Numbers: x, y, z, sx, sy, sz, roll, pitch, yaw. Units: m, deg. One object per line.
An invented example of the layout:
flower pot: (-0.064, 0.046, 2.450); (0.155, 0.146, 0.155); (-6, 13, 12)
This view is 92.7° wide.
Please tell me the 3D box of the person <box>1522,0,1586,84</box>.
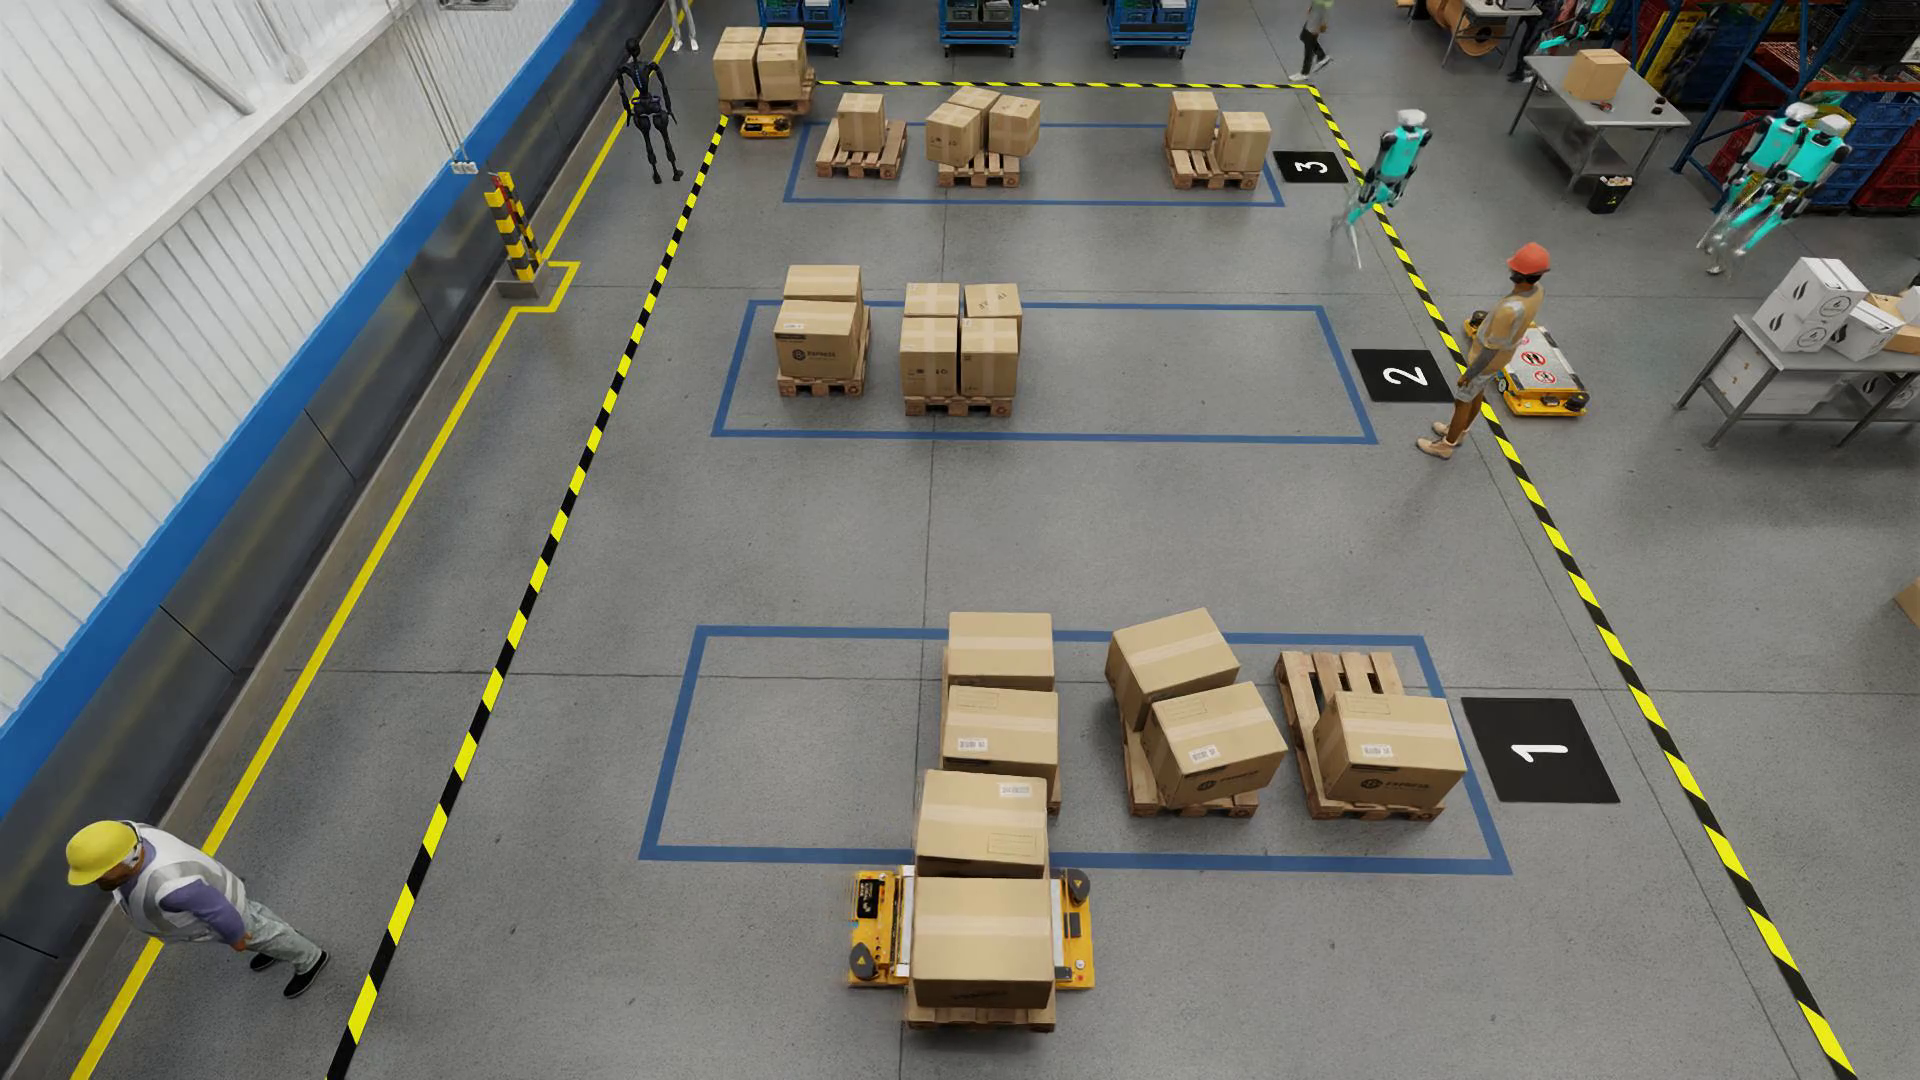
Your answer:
person: (8.538, -7.457, 12.904); (0.400, 1.913, 0.592); (20, 52, 16)

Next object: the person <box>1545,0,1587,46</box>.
person: (8.845, -7.774, 13.241); (0.671, 1.821, 0.444); (-4, 49, -4)

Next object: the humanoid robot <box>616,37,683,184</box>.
humanoid robot: (-3.759, -5.145, 11.063); (0.601, 1.673, 0.359); (-8, 50, -7)

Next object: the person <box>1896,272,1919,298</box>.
person: (10.376, -3.171, 9.246); (0.337, 1.839, 0.506); (-31, 56, -24)

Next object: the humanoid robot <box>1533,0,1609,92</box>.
humanoid robot: (8.419, -7.146, 12.659); (0.533, 1.677, 0.735); (-29, 55, -23)

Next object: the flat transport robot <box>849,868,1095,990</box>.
flat transport robot: (0.076, 2.317, 5.509); (1.431, 0.197, 0.652); (1, 49, 1)

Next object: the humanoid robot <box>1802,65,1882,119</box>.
humanoid robot: (11.282, -5.833, 11.656); (0.789, 1.835, 0.540); (19, 52, 15)

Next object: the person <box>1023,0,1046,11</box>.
person: (1.270, -9.620, 14.801); (0.318, 1.870, 0.527); (33, 57, 25)

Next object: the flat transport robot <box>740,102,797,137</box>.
flat transport robot: (-2.626, -6.023, 12.728); (0.652, 0.197, 1.431); (0, 49, 0)

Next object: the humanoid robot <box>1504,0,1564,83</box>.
humanoid robot: (8.255, -7.438, 13.034); (0.327, 1.650, 0.595); (-10, 50, -9)

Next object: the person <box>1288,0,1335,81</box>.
person: (5.064, -7.446, 12.949); (0.612, 1.821, 0.600); (3, 49, 3)

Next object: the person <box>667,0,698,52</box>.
person: (-4.267, -8.320, 13.681); (0.514, 1.865, 0.328); (-2, 49, -2)

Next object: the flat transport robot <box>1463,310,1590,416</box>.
flat transport robot: (5.573, -1.757, 9.054); (0.659, 0.231, 1.431); (1, 49, 1)

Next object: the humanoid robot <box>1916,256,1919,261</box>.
humanoid robot: (11.142, -3.751, 9.850); (0.444, 1.646, 0.588); (5, 49, 4)

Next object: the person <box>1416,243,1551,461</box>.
person: (4.394, -1.540, 7.699); (0.613, 2.035, 0.392); (-35, 58, -26)

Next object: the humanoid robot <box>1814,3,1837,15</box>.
humanoid robot: (12.391, -7.592, 13.184); (0.484, 1.633, 0.595); (34, 57, 26)

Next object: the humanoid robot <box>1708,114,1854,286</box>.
humanoid robot: (8.404, -3.478, 9.567); (0.669, 1.798, 0.537); (-18, 52, -15)

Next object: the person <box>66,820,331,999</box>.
person: (-3.980, 1.938, 4.818); (0.596, 1.836, 0.404); (25, 54, 20)

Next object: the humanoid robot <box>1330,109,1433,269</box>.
humanoid robot: (4.431, -3.919, 9.968); (0.544, 1.763, 0.954); (-11, 50, -9)

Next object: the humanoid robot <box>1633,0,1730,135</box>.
humanoid robot: (9.429, -6.122, 11.899); (0.442, 1.640, 0.591); (5, 49, 5)

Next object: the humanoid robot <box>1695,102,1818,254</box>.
humanoid robot: (8.636, -3.874, 9.953); (0.790, 1.819, 0.538); (-32, 56, -25)

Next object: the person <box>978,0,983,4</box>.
person: (0.333, -9.068, 14.224); (0.496, 2.022, 0.638); (4, 49, 3)
